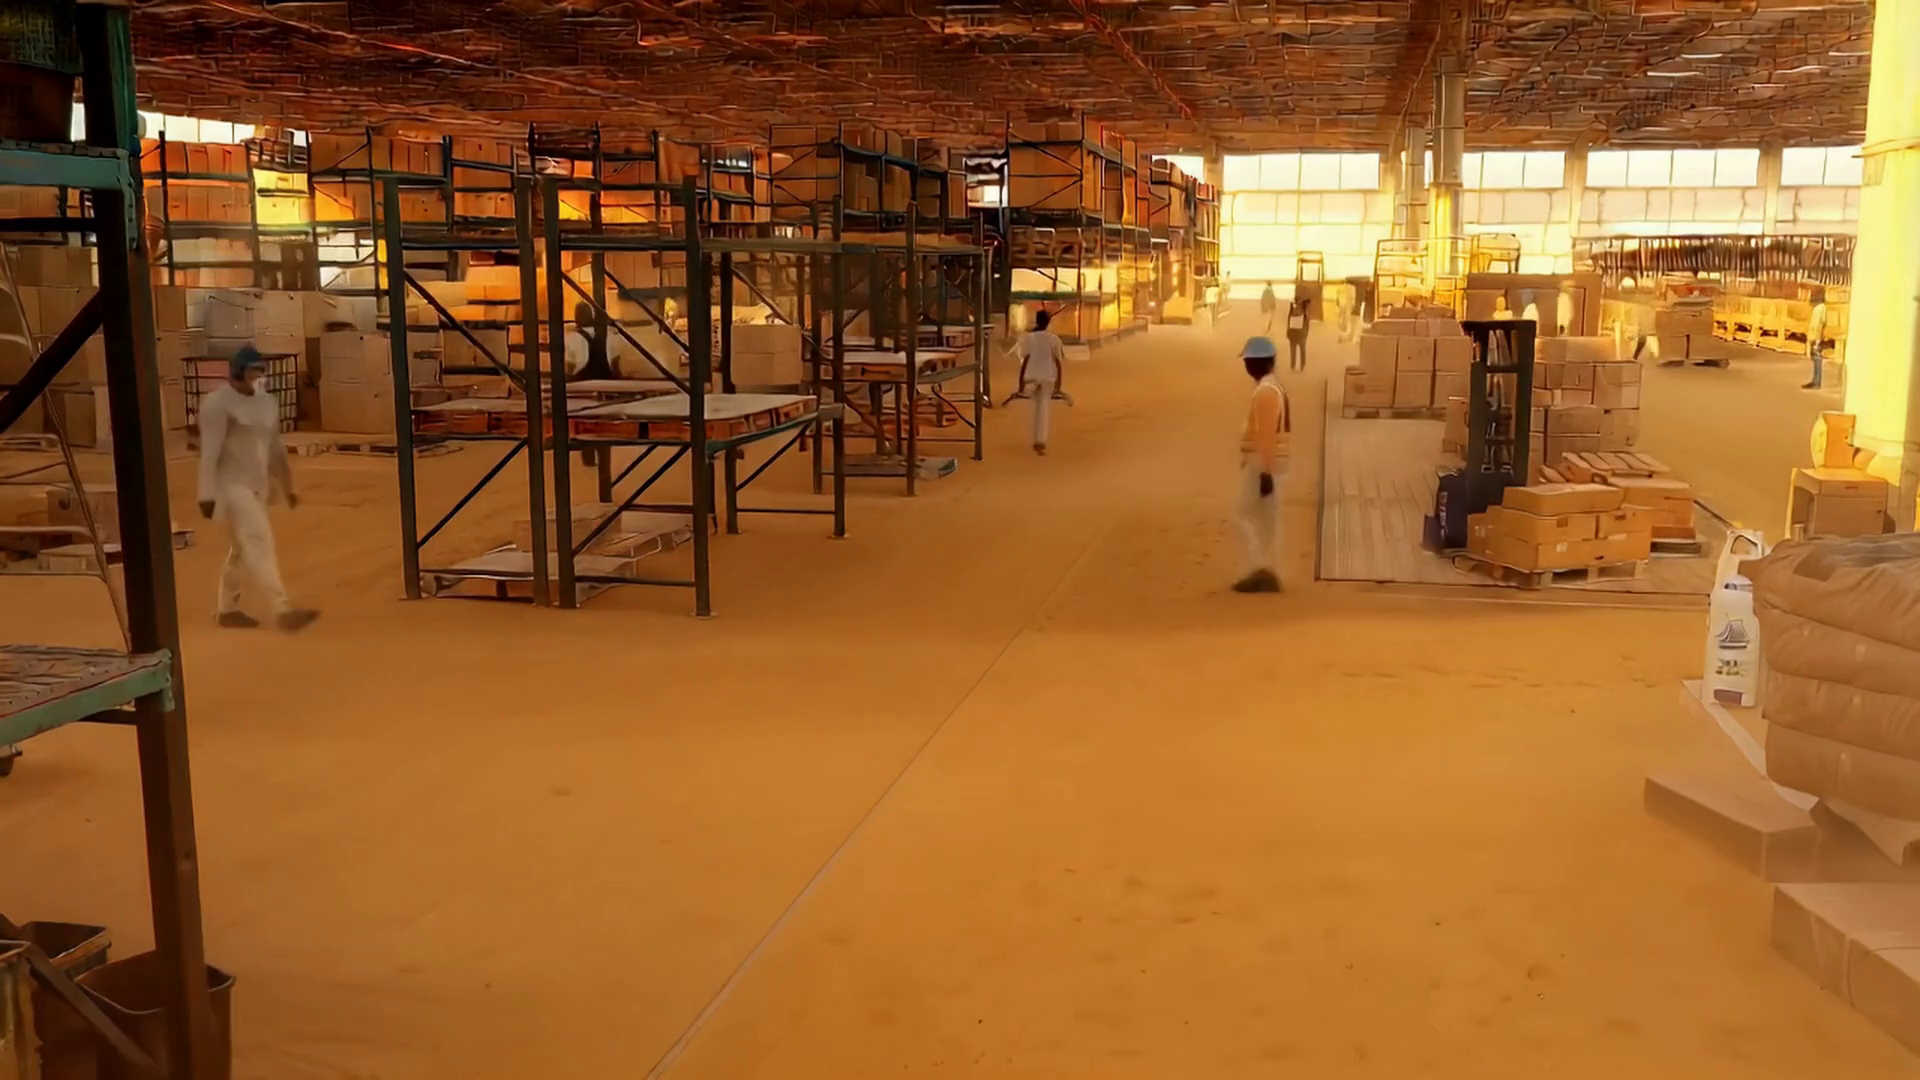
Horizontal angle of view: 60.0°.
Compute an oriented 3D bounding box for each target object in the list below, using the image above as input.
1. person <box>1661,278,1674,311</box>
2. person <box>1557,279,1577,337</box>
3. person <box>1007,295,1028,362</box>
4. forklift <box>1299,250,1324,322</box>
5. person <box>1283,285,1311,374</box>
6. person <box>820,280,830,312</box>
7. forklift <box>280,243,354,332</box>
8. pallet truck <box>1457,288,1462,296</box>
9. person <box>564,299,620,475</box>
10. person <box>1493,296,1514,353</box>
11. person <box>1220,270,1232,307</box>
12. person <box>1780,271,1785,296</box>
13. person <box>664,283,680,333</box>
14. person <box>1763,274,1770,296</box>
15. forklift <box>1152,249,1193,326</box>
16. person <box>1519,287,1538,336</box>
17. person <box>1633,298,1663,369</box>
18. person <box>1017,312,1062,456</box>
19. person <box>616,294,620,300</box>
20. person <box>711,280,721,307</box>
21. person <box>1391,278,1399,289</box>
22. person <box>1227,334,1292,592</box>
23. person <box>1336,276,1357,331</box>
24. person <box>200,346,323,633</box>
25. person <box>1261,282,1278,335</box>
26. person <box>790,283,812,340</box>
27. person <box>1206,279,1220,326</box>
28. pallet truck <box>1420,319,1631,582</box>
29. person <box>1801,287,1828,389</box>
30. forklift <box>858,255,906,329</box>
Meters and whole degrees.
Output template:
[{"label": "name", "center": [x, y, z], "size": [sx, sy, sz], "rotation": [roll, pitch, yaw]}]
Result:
[{"label": "person", "center": [24.689, -8.223, 58.058], "size": [0.403, 1.817, 0.601], "rotation": [7, 12, 34]}, {"label": "person", "center": [13.842, -4.956, 38.064], "size": [0.472, 2.031, 0.632], "rotation": [3, 10, 16]}, {"label": "person", "center": [1.426, -5.112, 40.174], "size": [0.411, 1.619, 0.530], "rotation": [3, 10, 16]}, {"label": "forklift", "center": [13.778, -10.002, 65.433], "size": [1.129, 2.768, 1.873], "rotation": [2, 10, 12]}, {"label": "person", "center": [7.341, -4.566, 36.088], "size": [0.393, 1.919, 0.589], "rotation": [-8, 12, -39]}, {"label": "person", "center": [-3.421, -5.484, 41.393], "size": [0.433, 1.966, 0.612], "rotation": [-5, 11, -26]}, {"label": "forklift", "center": [-14.325, -5.079, 36.282], "size": [1.873, 2.768, 1.129], "rotation": [2, 10, 12]}, {"label": "pallet truck", "center": [20.506, -9.785, 68.819], "size": [0.653, 1.274, 1.630], "rotation": [2, 10, 12]}, {"label": "person", "center": [-4.314, -1.775, 19.202], "size": [0.713, 2.000, 0.579], "rotation": [-7, 12, -37]}, {"label": "person", "center": [11.811, -4.443, 36.076], "size": [0.340, 1.682, 0.659], "rotation": [-4, 10, -23]}, {"label": "person", "center": [13.746, -13.016, 86.082], "size": [0.644, 1.927, 0.611], "rotation": [2, 10, 14]}, {"label": "person", "center": [39.495, -12.008, 79.790], "size": [0.377, 2.044, 0.607], "rotation": [1, 10, 9]}, {"label": "person", "center": [-7.174, -5.494, 41.692], "size": [1.011, 1.879, 0.572], "rotation": [2, 10, 11]}, {"label": "person", "center": [42.710, -13.270, 88.226], "size": [0.858, 1.720, 0.572], "rotation": [3, 10, 18]}, {"label": "forklift", "center": [7.646, -9.320, 61.395], "size": [1.873, 2.768, 1.129], "rotation": [2, 10, 11]}, {"label": "person", "center": [11.180, -3.963, 32.488], "size": [0.908, 1.939, 0.607], "rotation": [3, 10, 17]}, {"label": "person", "center": [15.489, -4.617, 37.308], "size": [0.728, 1.593, 0.566], "rotation": [2, 10, 13]}, {"label": "person", "center": [1.011, -1.986, 21.170], "size": [0.575, 1.817, 0.998], "rotation": [1, 10, 8]}, {"label": "person", "center": [-8.433, -5.240, 40.932], "size": [0.524, 1.633, 0.314], "rotation": [0, 10, 0]}, {"label": "person", "center": [-6.413, -5.914, 44.092], "size": [0.627, 1.905, 0.781], "rotation": [-2, 10, -11]}, {"label": "person", "center": [21.864, -12.417, 83.402], "size": [0.514, 1.641, 0.307], "rotation": [2, 10, 10]}, {"label": "person", "center": [2.182, -0.551, 12.273], "size": [0.518, 1.925, 0.639], "rotation": [2, 10, 13]}, {"label": "person", "center": [13.356, -8.157, 57.464], "size": [0.680, 1.873, 0.862], "rotation": [3, 10, 15]}, {"label": "person", "center": [-4.601, -0.324, 11.025], "size": [0.959, 1.896, 0.640], "rotation": [2, 10, 12]}, {"label": "person", "center": [10.160, -7.557, 54.410], "size": [0.517, 1.711, 0.760], "rotation": [-4, 10, -20]}, {"label": "person", "center": [-3.594, -4.923, 38.146], "size": [0.631, 1.939, 0.372], "rotation": [-8, 12, -38]}, {"label": "person", "center": [9.477, -8.912, 62.326], "size": [0.530, 1.752, 0.554], "rotation": [1, 10, 7]}, {"label": "pallet truck", "center": [4.543, -0.757, 13.299], "size": [0.823, 1.965, 1.885], "rotation": [-4, 10, -22]}, {"label": "person", "center": [16.397, -3.862, 31.864], "size": [0.356, 1.937, 0.552], "rotation": [3, 10, 19]}, {"label": "forklift", "center": [-1.844, -5.331, 37.777], "size": [1.129, 2.768, 1.873], "rotation": [2, 10, 12]}]
